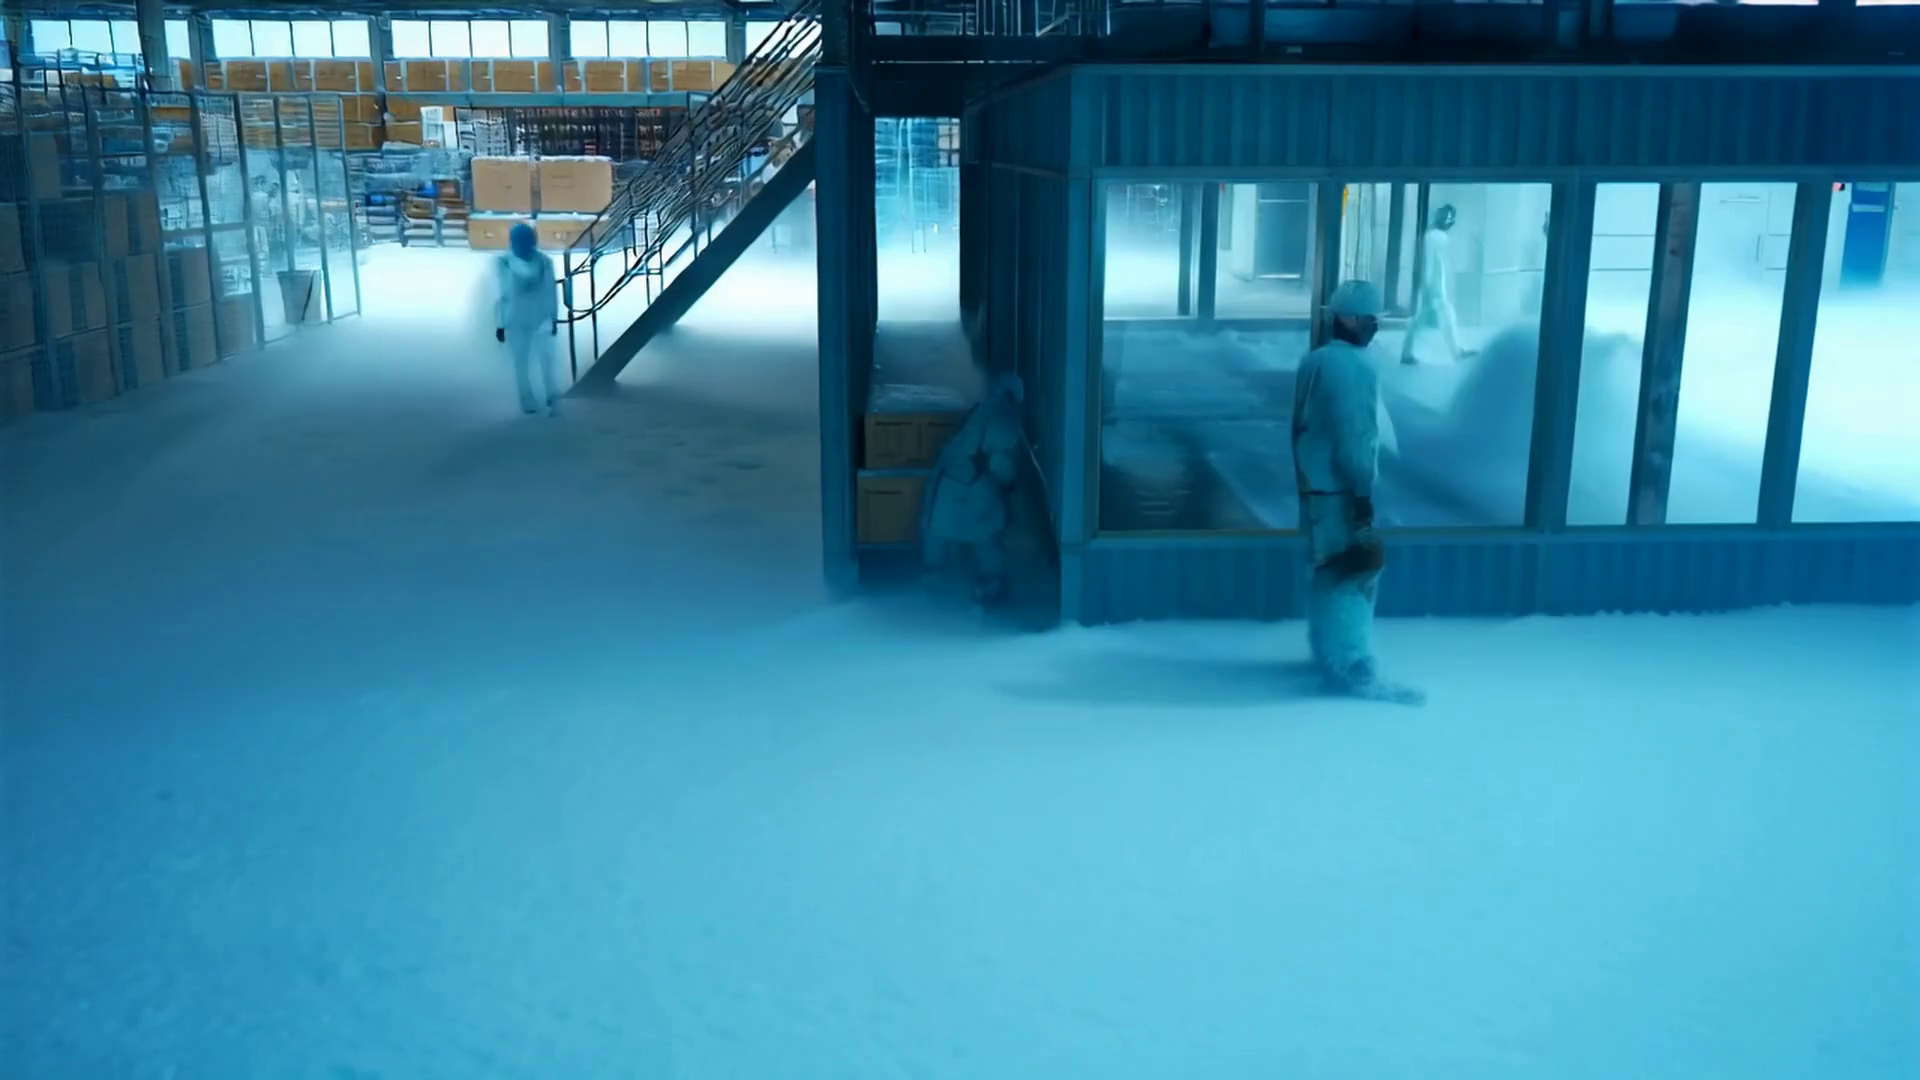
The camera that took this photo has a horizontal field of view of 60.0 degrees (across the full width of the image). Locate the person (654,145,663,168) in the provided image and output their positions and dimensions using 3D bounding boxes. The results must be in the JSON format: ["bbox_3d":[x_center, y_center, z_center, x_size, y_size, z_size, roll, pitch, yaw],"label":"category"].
[{"bbox_3d":[-13.277,-16.442,73.176,0.403,1.830,0.599,-2,14,-8],"label":"person"}]

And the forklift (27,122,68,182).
[{"bbox_3d":[-35.376,-14.773,64.377,1.129,2.768,1.873,-1,14,-2],"label":"forklift"}]

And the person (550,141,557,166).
[{"bbox_3d":[-20.718,-19.449,84.887,0.485,1.978,0.642,-5,15,-20],"label":"person"}]

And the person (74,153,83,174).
[{"bbox_3d":[-35.841,-14.929,67.622,0.507,1.587,0.859,4,15,15],"label":"person"}]

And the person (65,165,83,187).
[{"bbox_3d":[-20.178,-7.683,38.176,0.883,1.832,0.496,0,14,-1],"label":"person"}]

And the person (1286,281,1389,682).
[{"bbox_3d":[1.886,-0.292,8.307,0.398,1.988,0.613,-5,15,-19],"label":"person"}]

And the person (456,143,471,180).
[{"bbox_3d":[-22.878,-17.347,76.692,0.663,1.883,0.625,-7,16,-26],"label":"person"}]

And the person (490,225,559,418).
[{"bbox_3d":[-4.076,-2.049,15.711,0.646,1.795,0.937,-6,15,-23],"label":"person"}]

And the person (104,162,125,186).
[{"bbox_3d":[-23.946,-9.852,47.134,0.536,1.688,0.421,0,14,1],"label":"person"}]

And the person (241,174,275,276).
[{"bbox_3d":[-12.780,-5.728,30.309,0.500,1.861,0.328,-10,17,-34],"label":"person"}]

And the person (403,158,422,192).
[{"bbox_3d":[-16.558,-10.669,50.321,0.532,1.716,0.917,-10,17,-35],"label":"person"}]
